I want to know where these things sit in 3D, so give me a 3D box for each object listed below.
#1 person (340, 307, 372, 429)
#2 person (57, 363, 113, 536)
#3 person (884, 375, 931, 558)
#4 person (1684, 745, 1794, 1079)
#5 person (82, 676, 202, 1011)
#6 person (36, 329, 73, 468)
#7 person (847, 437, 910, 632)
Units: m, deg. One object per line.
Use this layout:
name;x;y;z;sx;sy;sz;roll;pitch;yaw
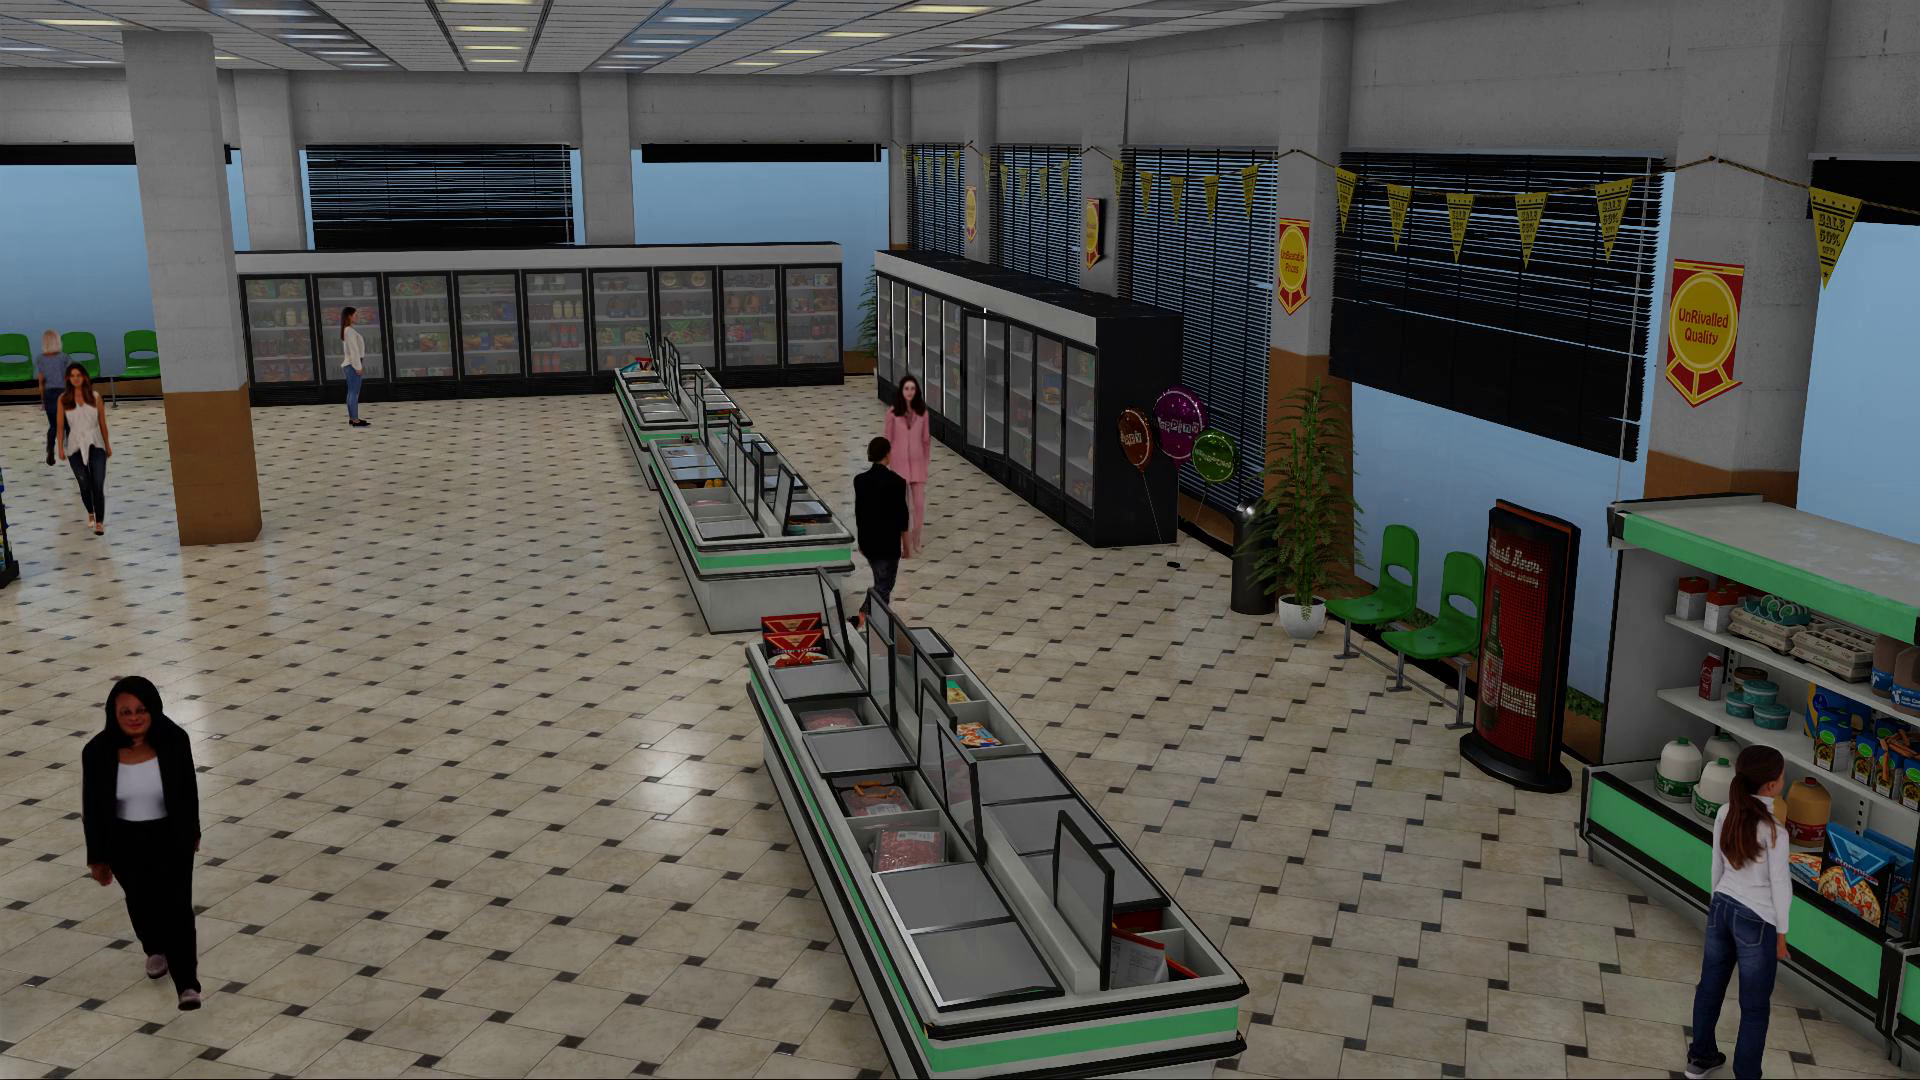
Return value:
person;-8.566;-2.441;23.456;0.721;1.695;0.558;-7;15;-27
person;-8.983;-0.916;17.086;0.789;1.735;1.172;-7;15;-26
person;-0.522;-0.719;16.162;0.656;1.788;0.649;-1;14;-5
person;3.319;1.608;7.053;0.638;1.558;0.520;-7;15;-26
person;-3.856;1.408;7.867;0.835;1.563;1.153;-8;16;-29
person;-11.083;-1.714;20.421;0.689;1.713;0.860;-1;14;-4
person;-0.673;0.065;13.130;1.038;1.693;1.068;9;16;32
